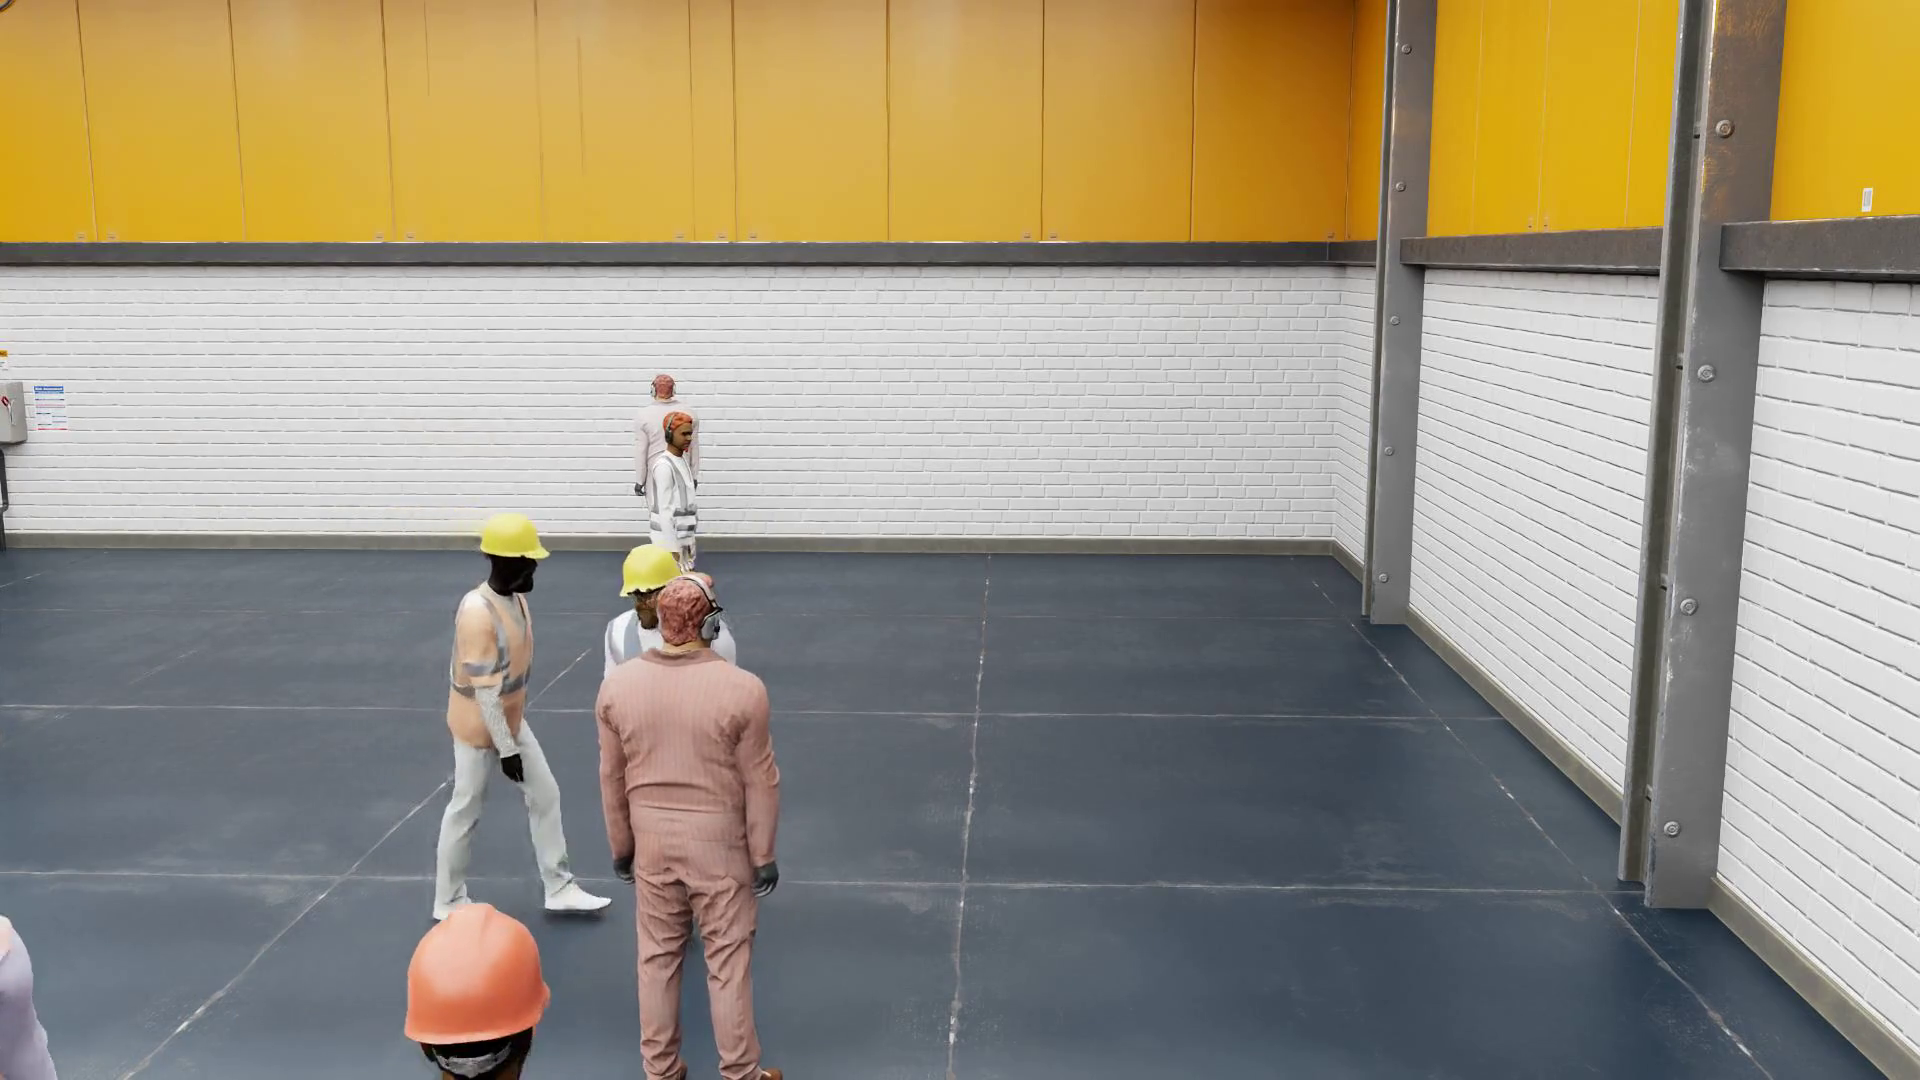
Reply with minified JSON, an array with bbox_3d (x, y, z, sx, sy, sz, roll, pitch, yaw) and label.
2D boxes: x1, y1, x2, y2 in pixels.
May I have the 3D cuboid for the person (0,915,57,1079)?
[{"bbox_3d":[-2.372,1.467,3.709,0.625,1.816,0.765,-2,10,-13],"label":"person"}]

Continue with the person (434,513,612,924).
[{"bbox_3d":[-1.964,0.812,7.331,0.890,1.880,0.593,1,10,7],"label":"person"}]

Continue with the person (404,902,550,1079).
[{"bbox_3d":[-0.791,1.572,2.800,0.548,1.920,0.671,-1,10,-6],"label":"person"}]

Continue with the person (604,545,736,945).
[{"bbox_3d":[-1.233,0.901,7.070,0.599,1.806,0.430,3,10,17],"label":"person"}]

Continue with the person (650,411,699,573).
[{"bbox_3d":[-2.052,0.012,12.031,0.361,1.884,0.574,0,10,2],"label":"person"}]

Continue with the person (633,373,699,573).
[{"bbox_3d":[-2.747,-0.598,15.529,0.643,1.910,0.399,-6,11,-30],"label":"person"}]

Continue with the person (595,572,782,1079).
[{"bbox_3d":[-0.925,1.058,5.835,0.643,1.910,0.400,3,10,15],"label":"person"}]
